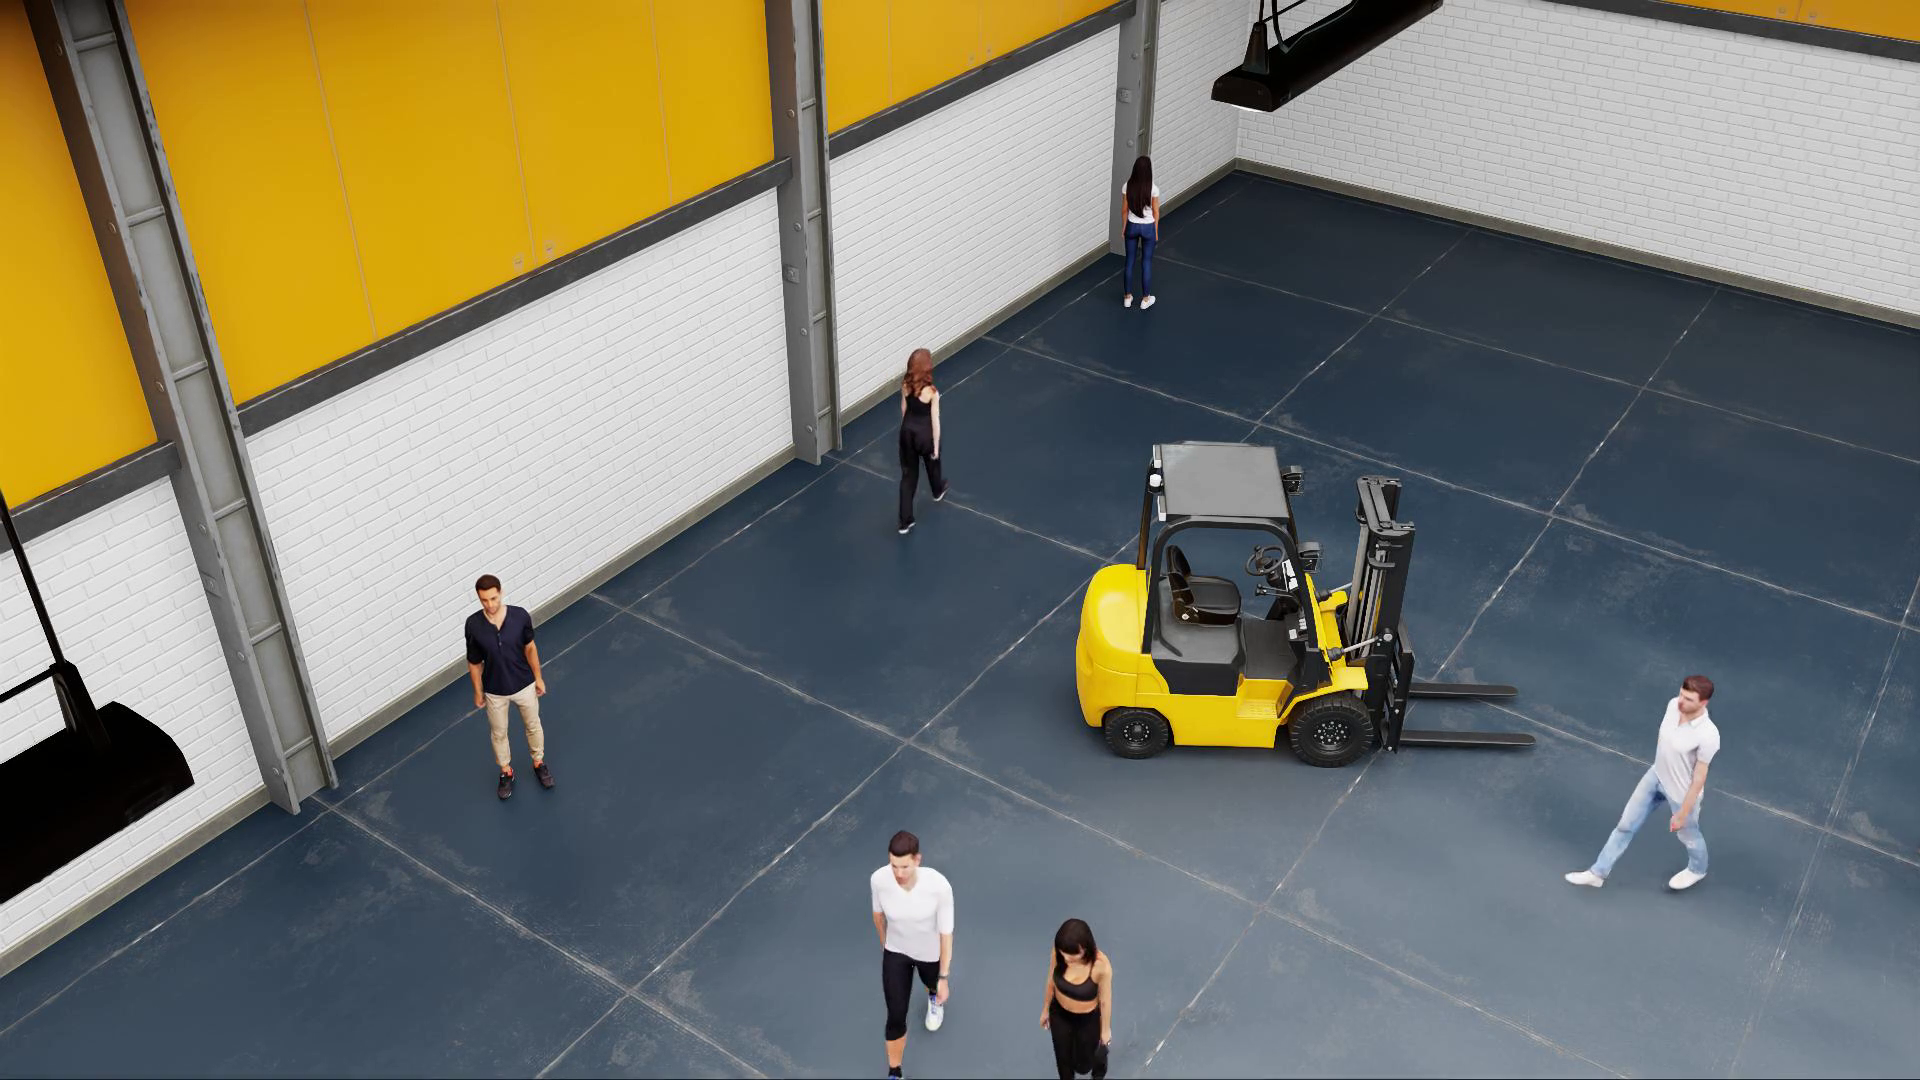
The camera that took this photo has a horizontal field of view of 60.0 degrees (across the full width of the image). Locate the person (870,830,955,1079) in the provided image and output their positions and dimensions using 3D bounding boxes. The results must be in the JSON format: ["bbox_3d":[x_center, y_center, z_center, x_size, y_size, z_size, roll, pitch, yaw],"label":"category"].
[{"bbox_3d":[-0.237,2.370,9.863,1.036,1.801,1.310,4,34,7],"label":"person"}]

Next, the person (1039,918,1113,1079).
[{"bbox_3d":[0.713,2.682,9.558,0.601,1.620,0.785,18,38,25],"label":"person"}]

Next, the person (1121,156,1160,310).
[{"bbox_3d":[2.019,-3.448,18.640,0.630,1.775,0.582,13,36,19],"label":"person"}]

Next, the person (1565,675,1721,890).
[{"bbox_3d":[4.790,1.640,10.966,1.304,1.797,1.167,-9,35,-14],"label":"person"}]

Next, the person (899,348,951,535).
[{"bbox_3d":[-0.417,-0.853,14.809,0.760,1.694,1.178,14,36,19],"label":"person"}]

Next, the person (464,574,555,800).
[{"bbox_3d":[-3.219,1.018,11.845,0.663,1.858,0.777,-12,35,-17],"label":"person"}]
